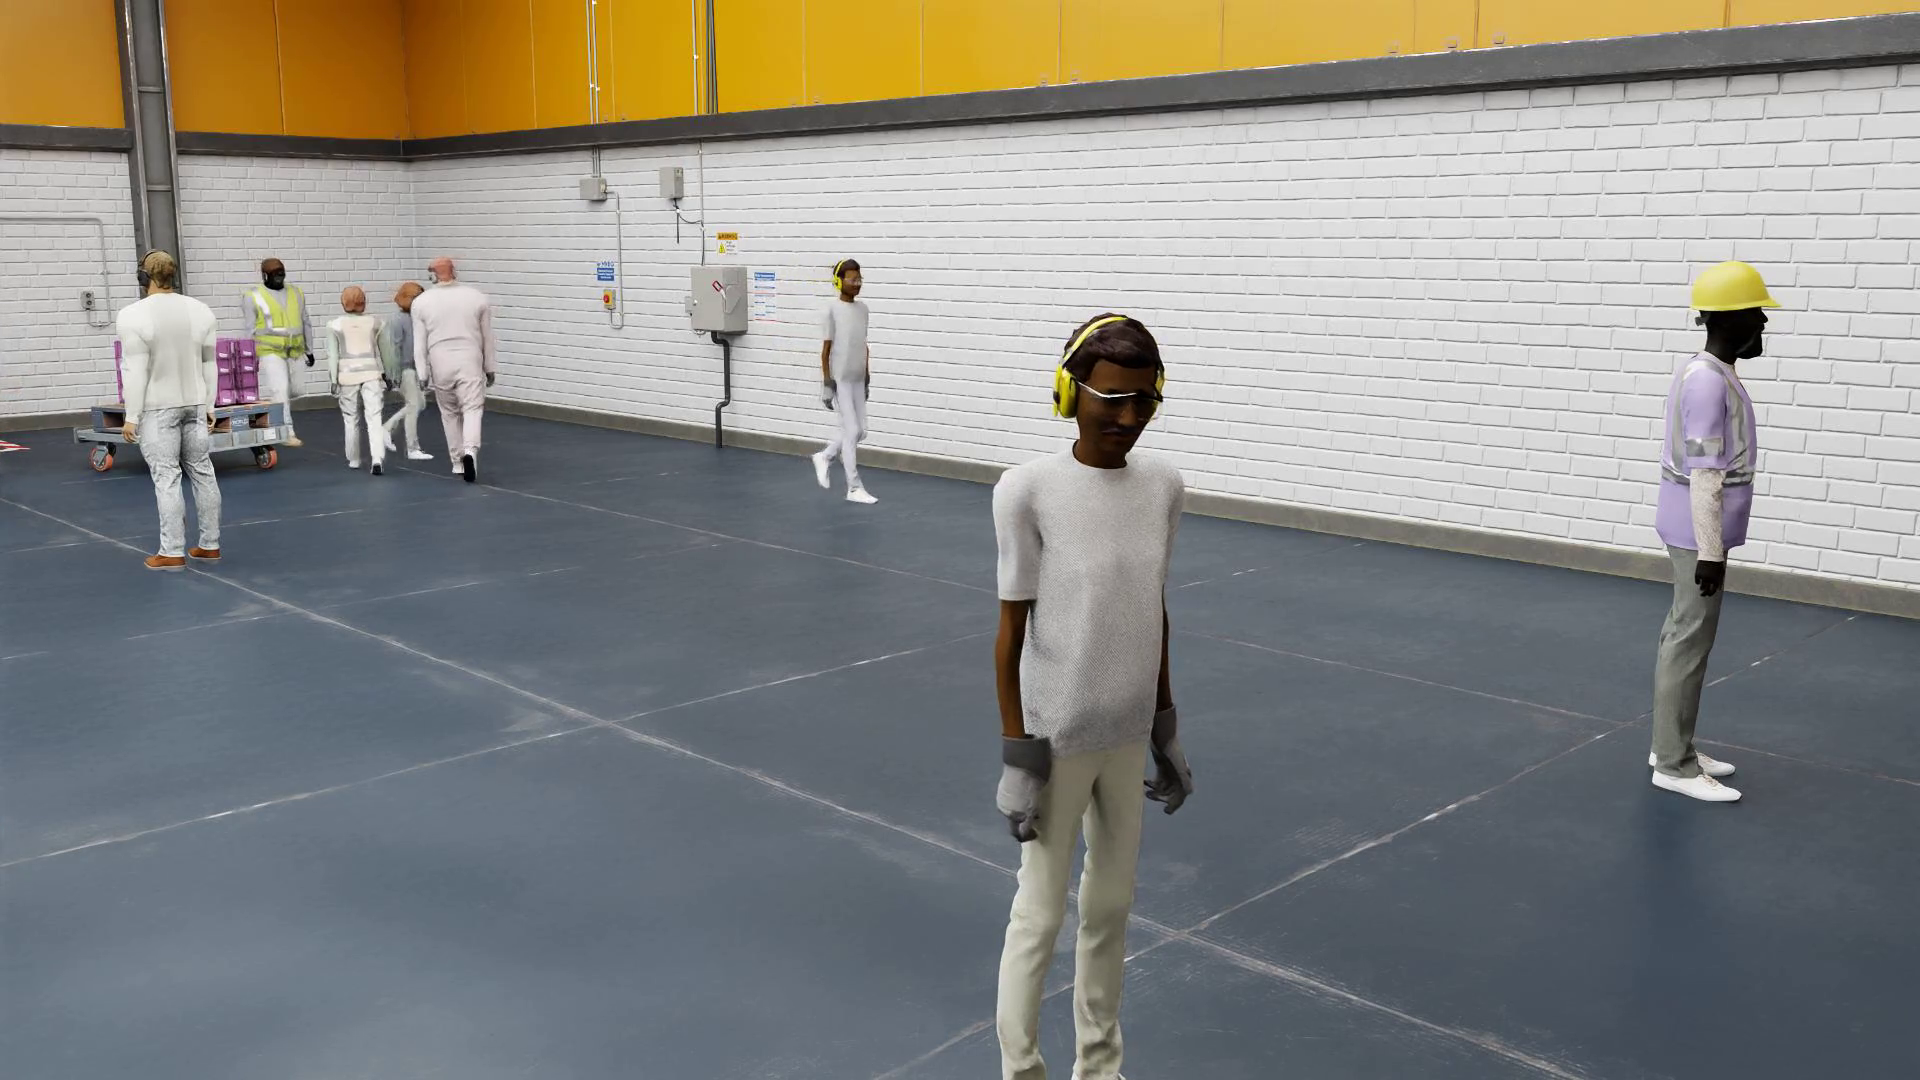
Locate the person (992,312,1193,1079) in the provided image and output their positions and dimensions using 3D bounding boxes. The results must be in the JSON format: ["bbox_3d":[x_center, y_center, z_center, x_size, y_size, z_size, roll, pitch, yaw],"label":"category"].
[{"bbox_3d":[0.297,0.446,3.602,0.521,1.865,0.334,-7,13,-34],"label":"person"}]

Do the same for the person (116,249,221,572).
[{"bbox_3d":[-4.773,-0.777,10.059,0.371,1.941,0.627,6,12,29],"label":"person"}]

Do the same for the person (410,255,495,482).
[{"bbox_3d":[-4.178,-1.414,13.764,0.657,1.866,0.890,-3,11,-16],"label":"person"}]

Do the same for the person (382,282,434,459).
[{"bbox_3d":[-5.061,-1.534,15.084,0.514,1.611,0.527,2,11,9],"label":"person"}]

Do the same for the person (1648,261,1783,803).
[{"bbox_3d":[2.714,-0.034,6.031,0.360,1.930,0.587,4,11,22],"label":"person"}]

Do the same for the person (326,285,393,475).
[{"bbox_3d":[-5.101,-1.363,14.165,0.527,1.602,0.839,-5,11,-25],"label":"person"}]

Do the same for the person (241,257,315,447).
[{"bbox_3d":[-6.611,-1.820,16.092,0.705,1.816,0.633,8,13,39],"label":"person"}]

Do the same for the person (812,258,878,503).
[{"bbox_3d":[-0.901,-1.217,12.706,0.694,1.853,0.517,9,14,40],"label":"person"}]
